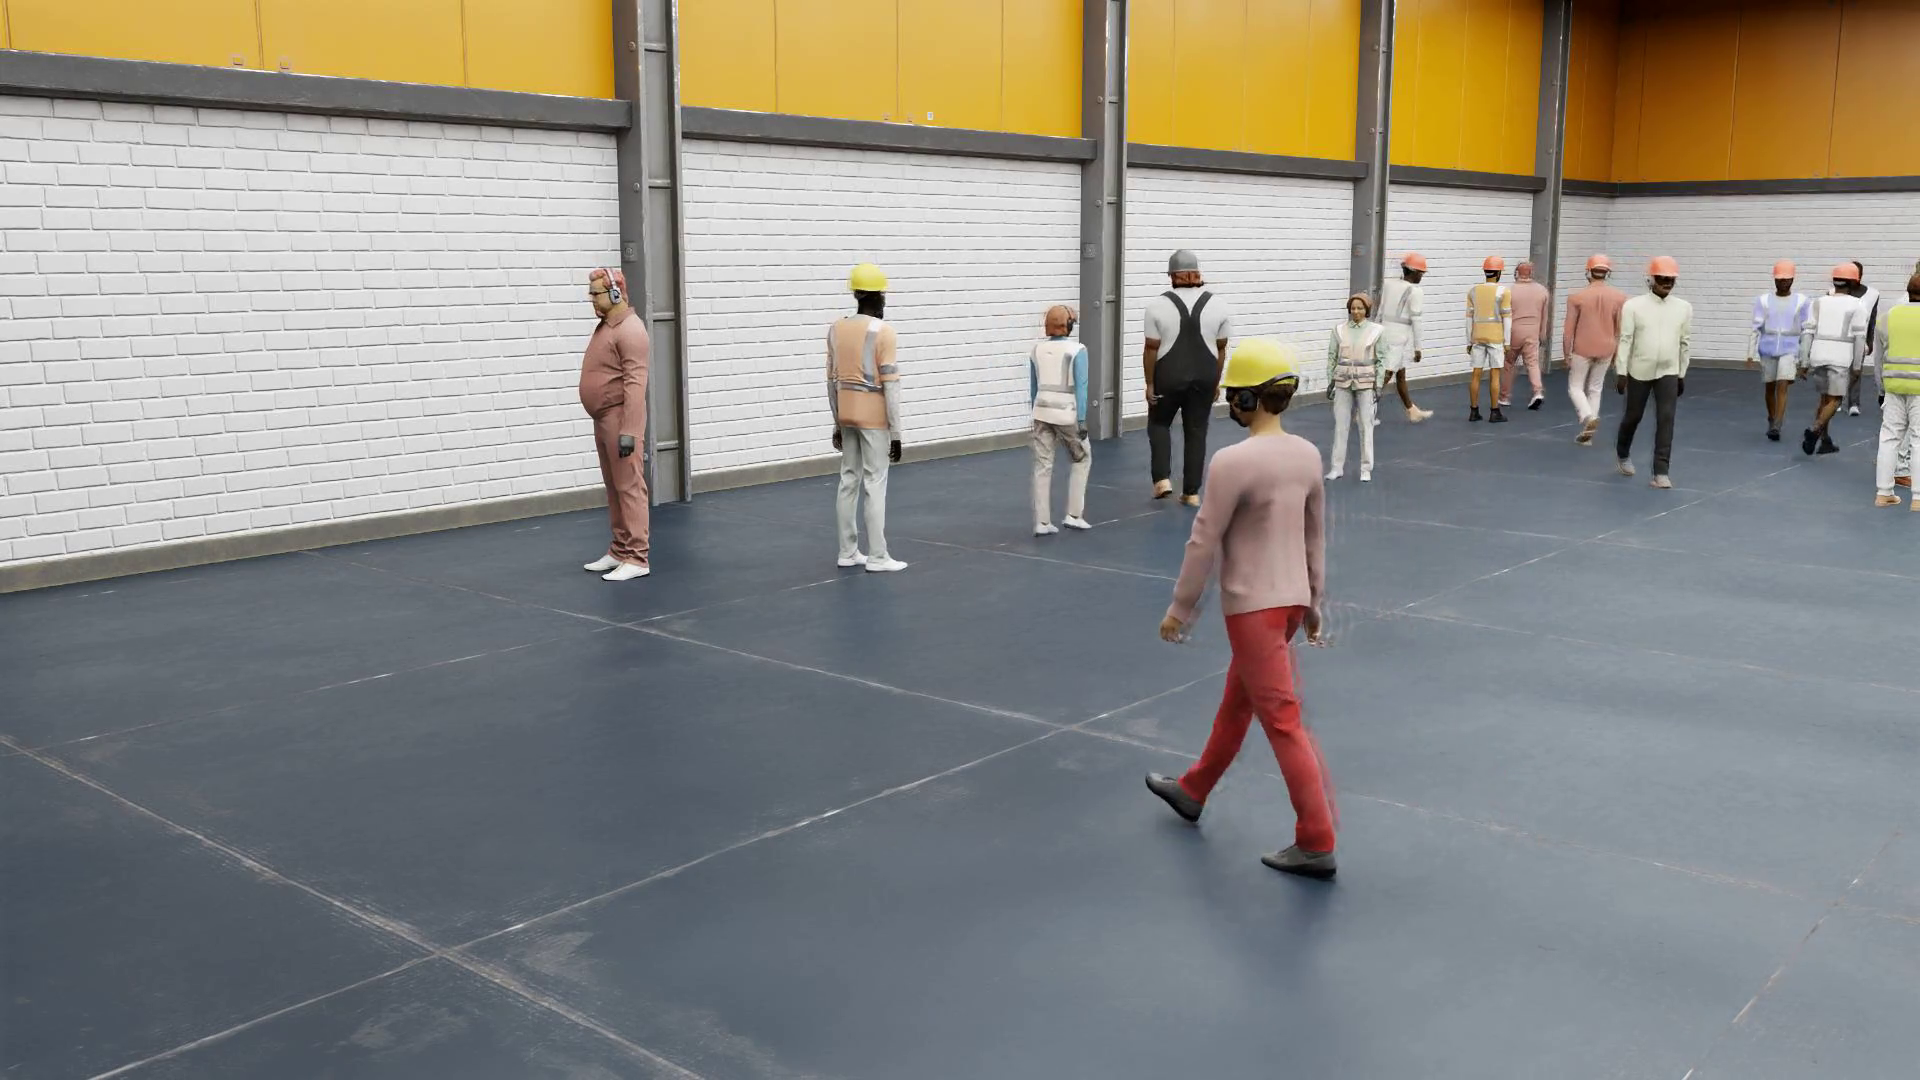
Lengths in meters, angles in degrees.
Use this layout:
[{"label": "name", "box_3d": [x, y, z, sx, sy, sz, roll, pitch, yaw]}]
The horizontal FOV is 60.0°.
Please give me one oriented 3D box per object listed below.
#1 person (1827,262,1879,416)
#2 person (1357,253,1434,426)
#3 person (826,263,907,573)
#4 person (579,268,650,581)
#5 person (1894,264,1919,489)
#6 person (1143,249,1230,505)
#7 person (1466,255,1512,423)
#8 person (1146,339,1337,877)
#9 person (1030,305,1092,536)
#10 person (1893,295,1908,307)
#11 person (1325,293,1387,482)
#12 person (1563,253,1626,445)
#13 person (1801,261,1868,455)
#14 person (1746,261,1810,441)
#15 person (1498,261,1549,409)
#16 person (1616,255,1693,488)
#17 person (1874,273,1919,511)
[{"label": "person", "box_3d": [10.850, -2.457, 20.312, 0.590, 1.857, 1.041, 4, 11, 22]}, {"label": "person", "box_3d": [4.984, -2.270, 18.944, 1.091, 1.964, 0.635, -4, 11, -19]}, {"label": "person", "box_3d": [-0.582, -0.757, 10.429, 0.616, 1.924, 0.389, 9, 13, 41]}, {"label": "person", "box_3d": [-2.120, -0.707, 10.198, 0.407, 1.905, 0.639, -5, 11, -26]}, {"label": "person", "box_3d": [8.108, -1.404, 14.063, 0.372, 1.940, 0.627, 8, 13, 38]}, {"label": "person", "box_3d": [1.763, -1.288, 13.113, 0.685, 2.000, 0.542, -1, 10, -4]}, {"label": "person", "box_3d": [6.165, -2.337, 19.378, 0.543, 1.939, 0.370, 9, 14, 42]}, {"label": "person", "box_3d": [0.931, 0.206, 5.505, 0.895, 1.719, 0.536, 10, 14, 44]}, {"label": "person", "box_3d": [0.729, -0.841, 11.745, 0.551, 1.616, 0.567, 8, 13, 39]}, {"label": "person", "box_3d": [8.683, -1.548, 14.870, 0.626, 1.938, 0.736, -4, 11, -20]}, {"label": "person", "box_3d": [3.445, -1.328, 14.494, 0.512, 1.638, 0.307, 5, 11, 27]}, {"label": "person", "box_3d": [6.452, -1.923, 16.920, 0.609, 1.972, 0.650, 1, 10, 3]}, {"label": "person", "box_3d": [8.442, -1.750, 16.162, 0.794, 1.910, 0.551, -8, 12, -37]}, {"label": "person", "box_3d": [8.684, -2.008, 17.675, 0.561, 1.879, 1.017, 6, 11, 29]}, {"label": "person", "box_3d": [7.128, -2.591, 21.045, 0.648, 1.868, 0.983, -1, 10, -4]}, {"label": "person", "box_3d": [5.941, -1.462, 14.311, 0.623, 1.966, 0.918, 1, 10, 5]}, {"label": "person", "box_3d": [7.408, -1.151, 12.903, 0.429, 1.844, 0.626, -6, 11, -29]}]
